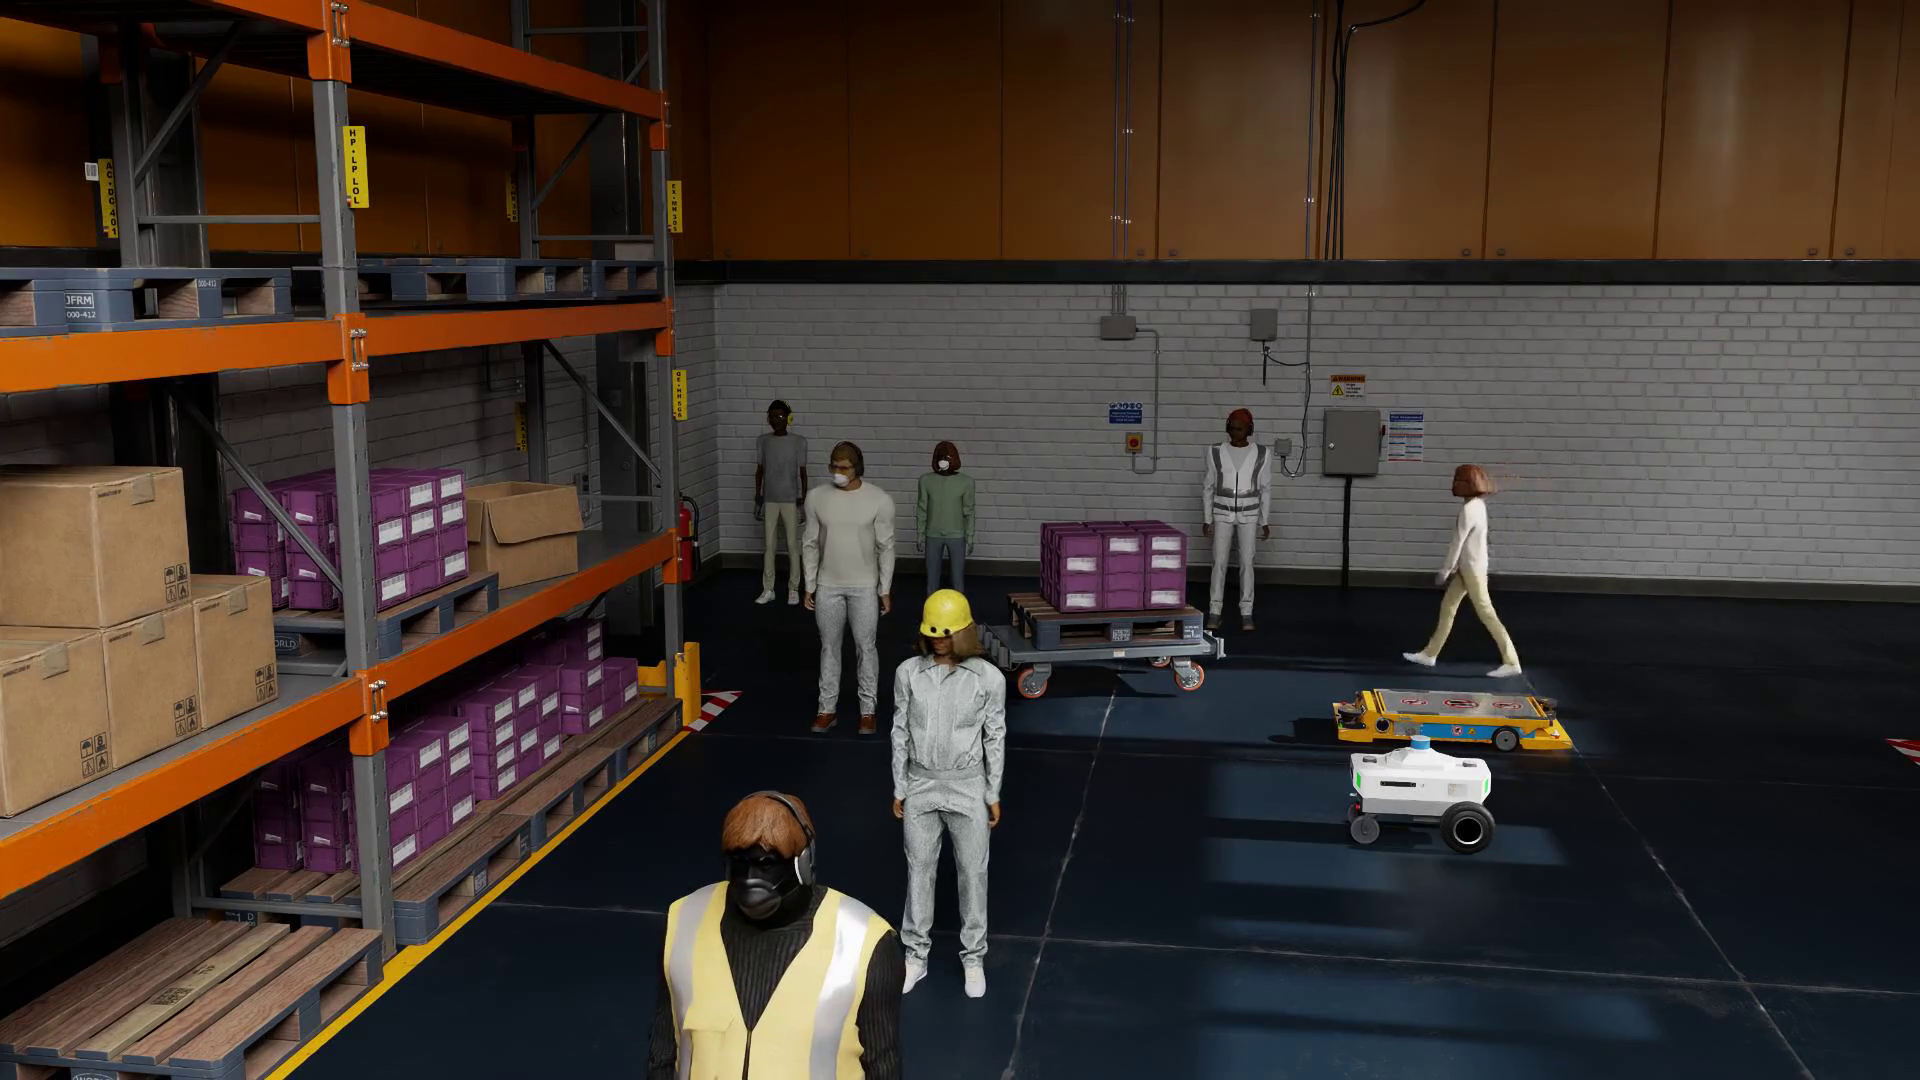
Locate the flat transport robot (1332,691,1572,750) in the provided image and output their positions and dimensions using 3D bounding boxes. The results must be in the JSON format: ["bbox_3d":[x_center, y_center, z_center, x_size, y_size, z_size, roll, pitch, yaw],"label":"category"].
[{"bbox_3d":[3.174,1.155,10.818,1.431,0.197,0.652,1,9,9],"label":"flat transport robot"}]

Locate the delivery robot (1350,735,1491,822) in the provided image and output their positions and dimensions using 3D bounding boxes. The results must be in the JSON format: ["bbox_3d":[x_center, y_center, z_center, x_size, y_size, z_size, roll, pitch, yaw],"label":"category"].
[{"bbox_3d":[2.440,1.284,8.855,0.707,0.478,0.477,1,9,9],"label":"delivery robot"}]

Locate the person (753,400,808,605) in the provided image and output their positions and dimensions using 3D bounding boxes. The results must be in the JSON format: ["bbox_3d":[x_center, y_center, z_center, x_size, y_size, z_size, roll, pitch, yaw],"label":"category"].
[{"bbox_3d":[-1.632,-0.341,15.118,0.518,1.874,0.326,2,9,10],"label":"person"}]

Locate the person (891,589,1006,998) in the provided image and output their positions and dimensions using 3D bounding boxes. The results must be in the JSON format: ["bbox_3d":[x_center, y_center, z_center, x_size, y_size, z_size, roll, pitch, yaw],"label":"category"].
[{"bbox_3d":[-0.056,1.054,6.938,0.483,1.736,0.311,2,9,10],"label":"person"}]

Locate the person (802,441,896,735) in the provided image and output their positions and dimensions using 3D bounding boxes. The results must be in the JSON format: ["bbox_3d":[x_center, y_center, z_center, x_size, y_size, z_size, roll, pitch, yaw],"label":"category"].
[{"bbox_3d":[-0.732,0.313,10.896,0.627,1.934,0.370,2,9,10],"label":"person"}]

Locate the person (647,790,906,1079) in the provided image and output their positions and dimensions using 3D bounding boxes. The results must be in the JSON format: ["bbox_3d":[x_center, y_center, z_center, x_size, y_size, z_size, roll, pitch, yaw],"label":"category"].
[{"bbox_3d":[-0.448,1.486,3.941,0.619,1.845,0.430,2,9,10],"label":"person"}]

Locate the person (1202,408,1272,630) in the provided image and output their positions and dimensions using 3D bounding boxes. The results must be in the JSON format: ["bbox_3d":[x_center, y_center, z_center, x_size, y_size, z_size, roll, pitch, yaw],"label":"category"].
[{"bbox_3d":[2.331,-0.175,14.054,0.572,1.886,0.353,2,9,10],"label":"person"}]

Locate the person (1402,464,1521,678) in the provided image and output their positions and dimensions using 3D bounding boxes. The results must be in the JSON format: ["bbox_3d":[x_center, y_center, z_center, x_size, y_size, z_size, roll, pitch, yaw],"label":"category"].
[{"bbox_3d":[3.831,0.228,12.490,0.890,1.586,0.505,4,10,22],"label":"person"}]

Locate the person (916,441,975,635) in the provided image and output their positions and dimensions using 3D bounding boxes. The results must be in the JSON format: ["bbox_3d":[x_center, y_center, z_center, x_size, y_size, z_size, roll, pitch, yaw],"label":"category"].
[{"bbox_3d":[-0.122,-0.010,13.807,0.498,1.634,0.278,2,9,10],"label":"person"}]
